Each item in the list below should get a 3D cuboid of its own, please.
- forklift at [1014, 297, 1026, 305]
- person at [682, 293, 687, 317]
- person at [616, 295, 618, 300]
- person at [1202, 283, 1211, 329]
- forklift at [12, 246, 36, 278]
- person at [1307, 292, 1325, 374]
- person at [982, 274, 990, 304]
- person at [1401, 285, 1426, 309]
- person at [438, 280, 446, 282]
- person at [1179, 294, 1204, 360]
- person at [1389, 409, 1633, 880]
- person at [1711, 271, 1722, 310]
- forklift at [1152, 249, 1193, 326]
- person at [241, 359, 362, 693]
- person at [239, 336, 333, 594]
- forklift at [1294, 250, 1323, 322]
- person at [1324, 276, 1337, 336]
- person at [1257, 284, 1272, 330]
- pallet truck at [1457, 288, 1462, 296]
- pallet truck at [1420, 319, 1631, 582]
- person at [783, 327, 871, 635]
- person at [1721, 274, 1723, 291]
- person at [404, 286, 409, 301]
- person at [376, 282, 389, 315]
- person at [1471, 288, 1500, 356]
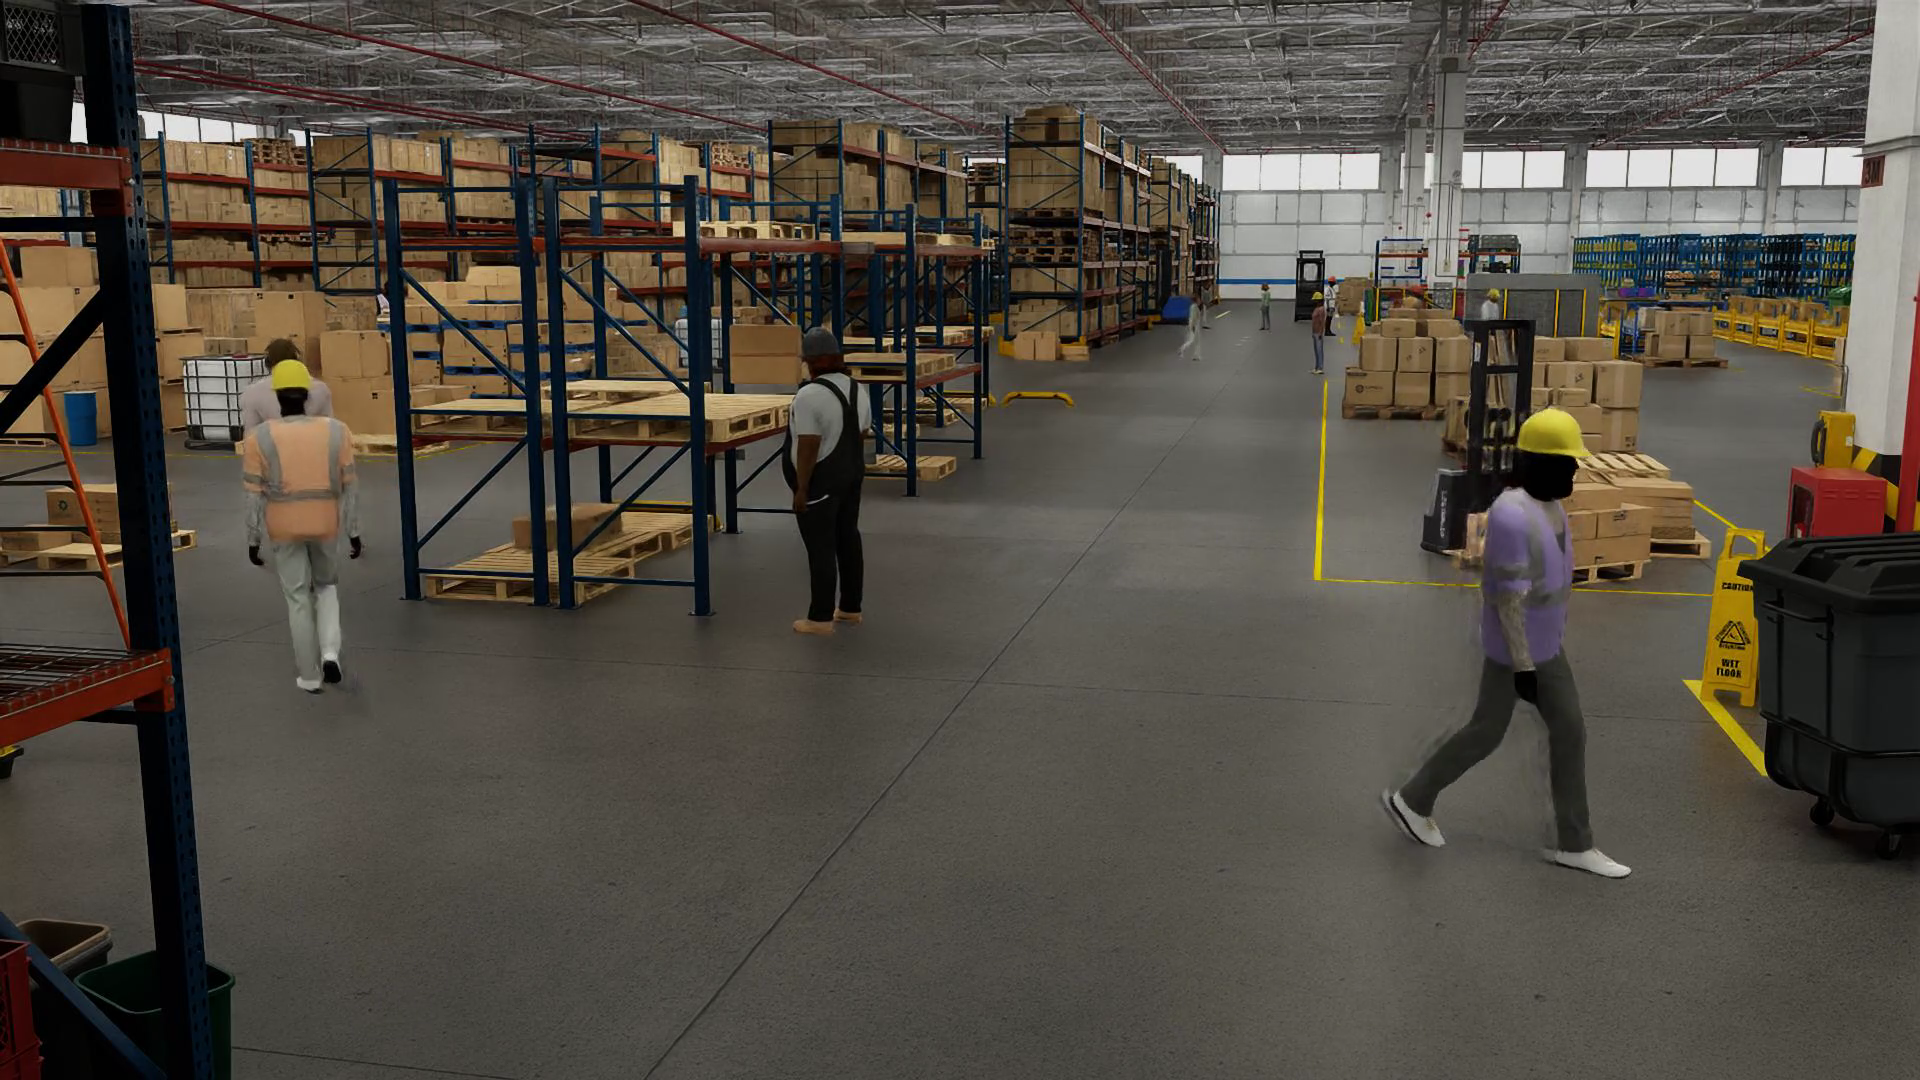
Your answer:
[{"bbox_3d":[2.526,-8.636,57.344,1.129,2.768,1.873,2,10,12],"label":"forklift"},{"bbox_3d":[-6.399,-4.990,39.254,0.370,1.686,0.550,1,10,4],"label":"person"},{"bbox_3d":[-8.509,-5.256,41.028,0.524,1.631,0.323,0,10,2],"label":"person"},{"bbox_3d":[8.776,-8.327,59.203,0.289,1.633,0.499,0,10,2],"label":"person"},{"bbox_3d":[-24.800,-6.427,44.263,1.873,2.768,1.129,-9,13,-42],"label":"forklift"},{"bbox_3d":[7.725,-4.477,36.015,0.321,1.766,0.535,-1,10,-5],"label":"person"},{"bbox_3d":[1.372,-12.500,83.340,0.643,1.825,0.502,2,10,13],"label":"person"},{"bbox_3d":[10.585,-5.026,38.948,0.617,1.875,0.641,-7,12,-35],"label":"person"},{"bbox_3d":[-12.118,-5.114,39.104,0.624,1.992,0.390,6,11,30],"label":"person"},{"bbox_3d":[5.718,-5.230,40.876,0.536,1.621,0.529,4,10,23],"label":"person"},{"bbox_3d":[2.256,0.398,6.791,0.942,1.887,0.587,9,13,43],"label":"person"},{"bbox_3d":[36.196,-11.973,79.747,0.597,1.984,0.651,-1,10,-6],"label":"person"},{"bbox_3d":[7.646,-9.320,61.395,1.873,2.768,1.129,2,10,11],"label":"forklift"},{"bbox_3d":[-3.752,-0.072,9.480,0.615,1.911,0.418,-6,12,-33],"label":"person"},{"bbox_3d":[-4.827,-0.508,12.044,0.641,1.921,0.580,-6,11,-33],"label":"person"},{"bbox_3d":[13.778,-10.002,65.433,1.129,2.768,1.873,2,10,12],"label":"forklift"},{"bbox_3d":[11.969,-7.552,53.703,0.349,1.942,0.545,6,11,31],"label":"person"},{"bbox_3d":[10.703,-8.140,58.221,0.535,1.643,0.527,7,12,37],"label":"person"},{"bbox_3d":[20.506,-9.785,68.819,0.653,1.274,1.630,2,10,12],"label":"pallet truck"},{"bbox_3d":[4.543,-0.757,13.299,0.823,1.965,1.885,-4,10,-22],"label":"pallet truck"},{"bbox_3d":[-0.924,-0.399,11.053,0.535,2.000,0.684,6,11,33],"label":"person"},{"bbox_3d":[38.500,-12.662,84.313,0.586,1.810,0.853,1,10,9],"label":"person"},{"bbox_3d":[-12.207,-4.655,36.616,0.561,1.926,0.632,7,12,35],"label":"person"},{"bbox_3d":[-14.460,-5.580,42.128,0.587,1.911,0.397,-5,11,-26],"label":"person"},{"bbox_3d":[12.655,-5.111,39.735,0.585,1.788,0.970,-7,12,-35],"label":"person"}]
